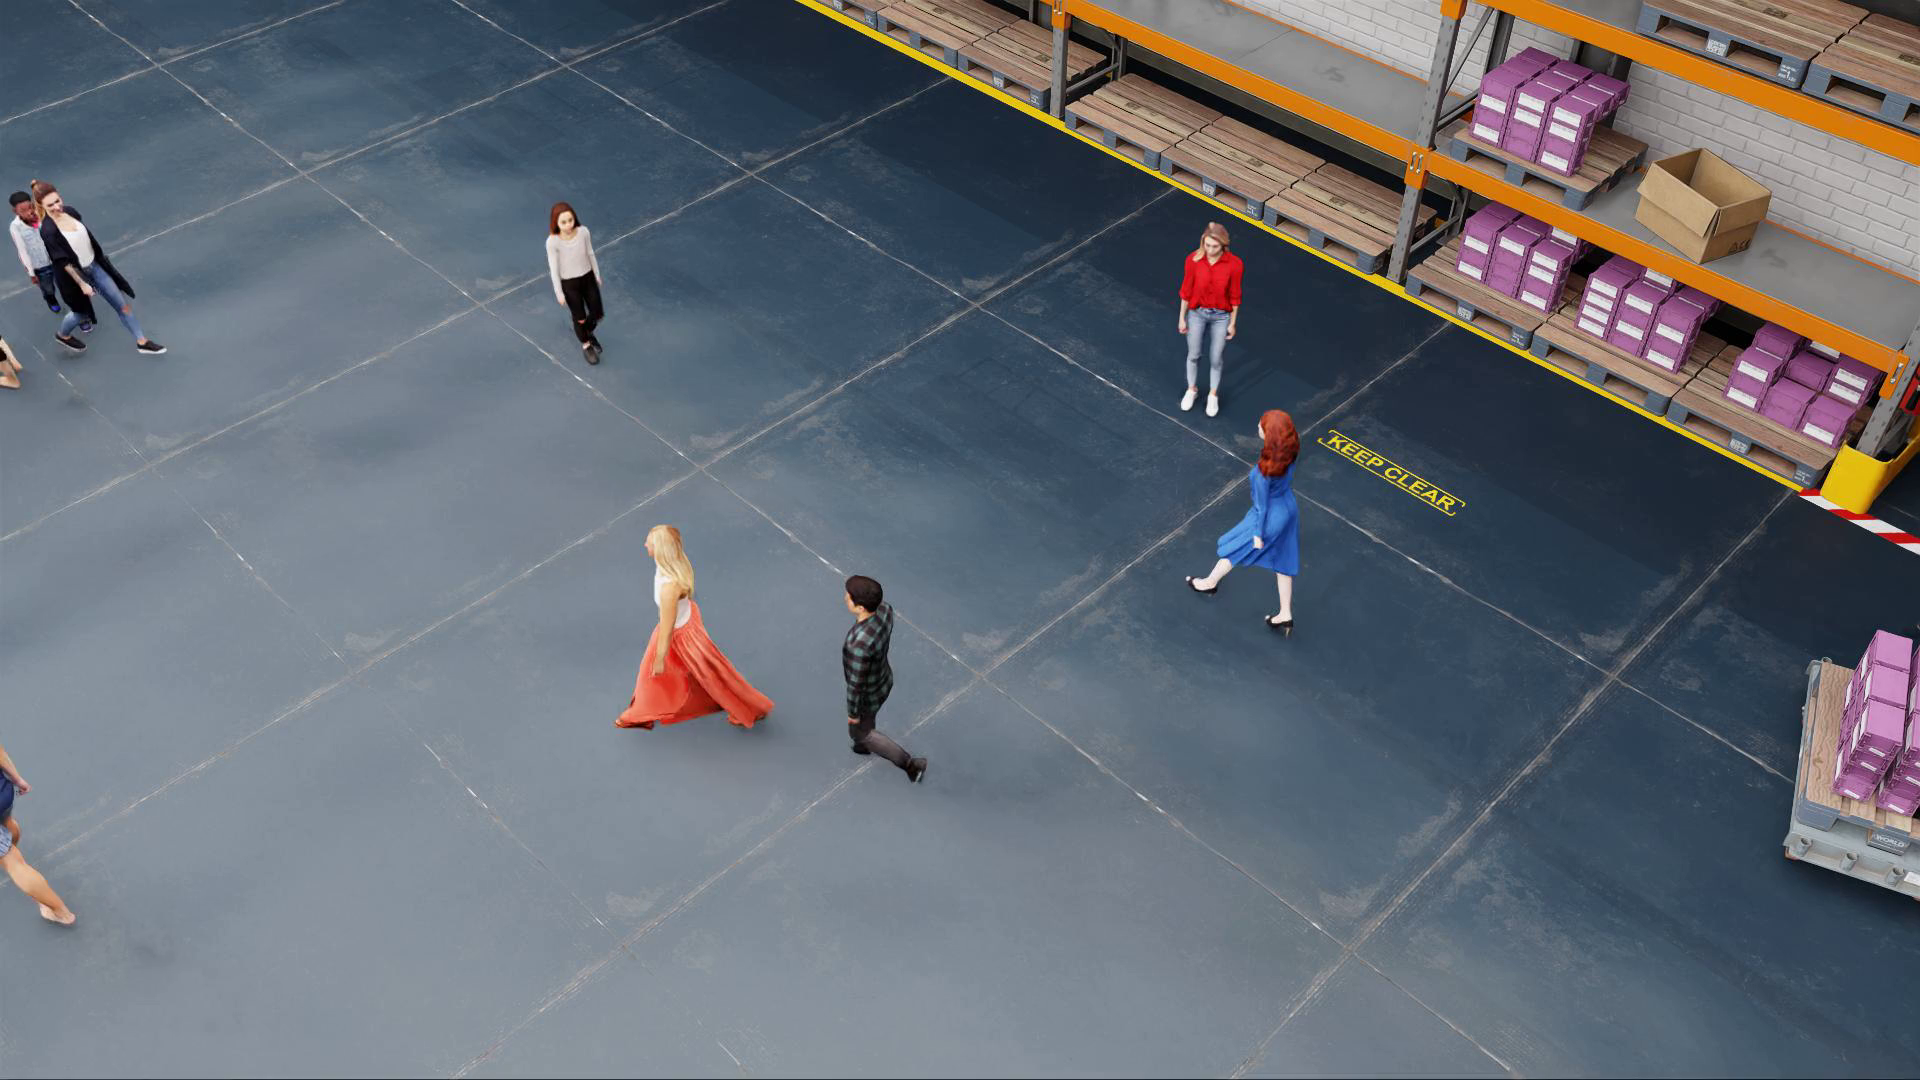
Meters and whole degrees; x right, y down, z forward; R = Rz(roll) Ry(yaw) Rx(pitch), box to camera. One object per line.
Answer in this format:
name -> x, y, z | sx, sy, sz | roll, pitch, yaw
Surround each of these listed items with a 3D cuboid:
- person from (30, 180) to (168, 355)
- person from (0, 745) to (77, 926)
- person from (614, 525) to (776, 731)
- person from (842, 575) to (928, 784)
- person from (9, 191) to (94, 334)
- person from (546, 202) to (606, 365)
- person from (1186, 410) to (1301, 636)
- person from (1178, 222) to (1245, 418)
person -> -7.009, -2.074, 13.101 | 1.176, 1.646, 0.980 | 8, 44, 8
person -> -5.394, 1.504, 9.240 | 1.230, 1.792, 0.829 | 22, 48, 22
person -> -1.595, 0.606, 10.213 | 1.234, 1.748, 1.252 | -3, 44, -3
person -> -0.506, 0.891, 10.129 | 1.044, 1.697, 0.929 | 12, 45, 13
person -> -7.532, -2.321, 13.649 | 0.521, 1.248, 0.854 | -30, 51, -28
person -> -3.071, -2.078, 13.228 | 0.598, 1.475, 0.581 | -27, 50, -25
person -> 2.101, -0.059, 10.881 | 0.631, 1.791, 1.021 | -34, 53, -31
person -> 1.900, -1.705, 12.675 | 0.654, 1.699, 0.764 | 8, 44, 9
